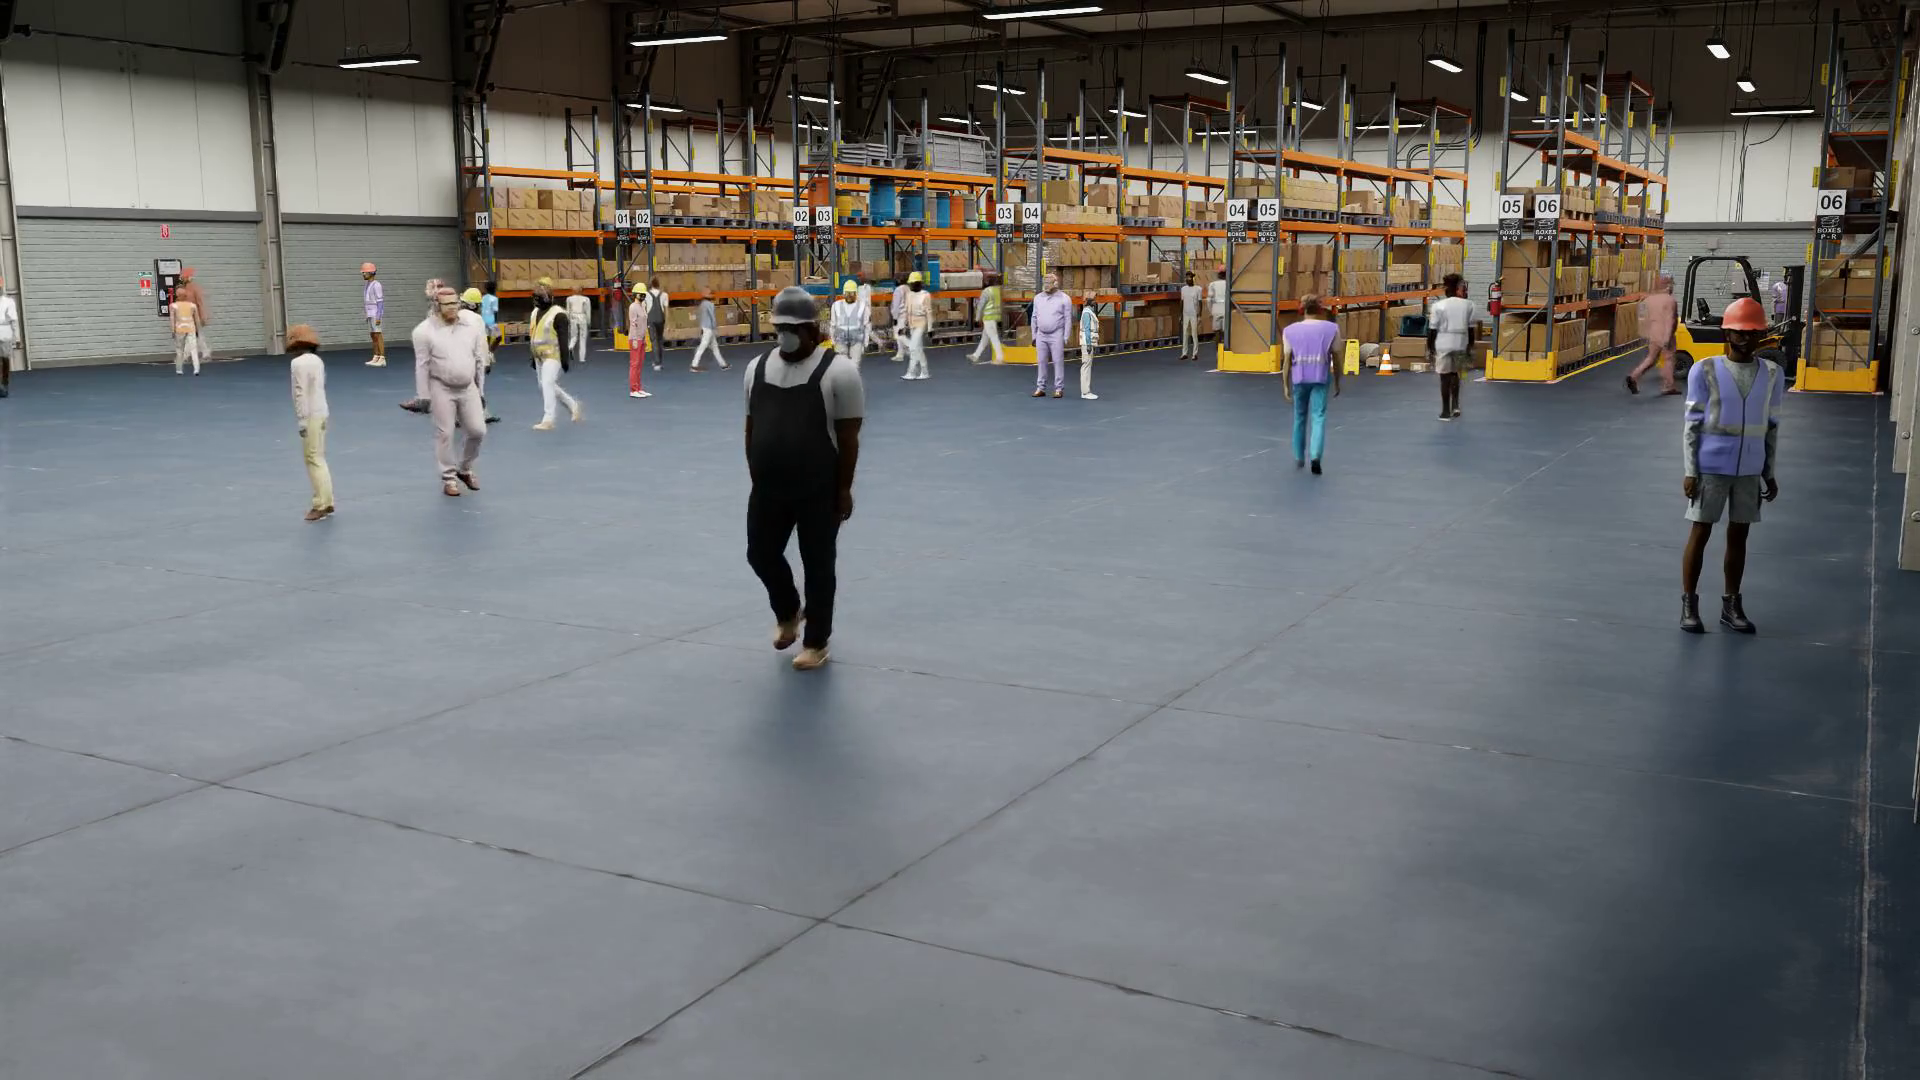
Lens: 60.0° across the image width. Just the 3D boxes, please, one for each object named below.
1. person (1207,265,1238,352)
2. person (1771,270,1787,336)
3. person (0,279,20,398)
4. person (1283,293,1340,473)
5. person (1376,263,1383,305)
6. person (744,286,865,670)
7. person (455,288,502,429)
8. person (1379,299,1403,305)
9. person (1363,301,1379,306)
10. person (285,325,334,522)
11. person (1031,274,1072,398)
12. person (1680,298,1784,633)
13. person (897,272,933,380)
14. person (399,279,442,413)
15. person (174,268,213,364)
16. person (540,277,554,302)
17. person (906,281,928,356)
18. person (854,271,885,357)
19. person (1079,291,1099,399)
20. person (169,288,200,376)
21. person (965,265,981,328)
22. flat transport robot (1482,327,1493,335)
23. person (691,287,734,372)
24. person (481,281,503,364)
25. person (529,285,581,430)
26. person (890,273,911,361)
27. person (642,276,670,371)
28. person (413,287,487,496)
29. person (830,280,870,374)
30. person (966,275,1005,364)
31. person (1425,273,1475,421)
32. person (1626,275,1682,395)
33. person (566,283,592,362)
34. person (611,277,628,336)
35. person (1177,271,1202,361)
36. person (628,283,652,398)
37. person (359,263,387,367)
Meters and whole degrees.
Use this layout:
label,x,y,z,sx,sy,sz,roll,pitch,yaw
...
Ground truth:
label,x,y,z,sx,sy,sz,roll,pitch,yaw
person,5.413,-4.657,34.290,0.631,1.973,0.846,2,10,11
person,18.338,-5.082,36.958,0.588,1.918,0.396,1,10,5
person,-14.971,-3.178,25.901,0.552,1.899,0.973,-6,11,-31
person,3.558,-1.596,16.879,0.581,1.810,0.920,2,10,13
person,12.411,-7.076,48.491,0.824,1.967,0.620,8,12,38
person,-0.852,-0.327,8.753,0.689,2.000,0.551,3,10,17
person,-6.236,-2.296,21.077,0.621,1.781,0.935,7,12,37
person,11.797,-6.528,45.531,0.640,1.872,0.932,2,10,12
person,11.324,-6.551,45.784,0.531,1.837,0.435,7,12,37
person,-5.421,-0.967,13.784,0.318,1.604,0.634,0,10,0
person,1.383,-3.136,25.594,0.652,1.906,0.402,5,11,25
person,4.454,-0.421,9.604,0.542,1.939,0.368,1,10,3
person,-0.840,-3.741,29.175,0.863,1.894,0.598,-8,12,-38
person,-7.256,-2.674,23.031,0.984,1.850,0.671,-5,11,-28
person,-15.610,-4.543,33.759,0.627,1.946,1.039,5,11,27
person,-8.643,-4.653,34.990,0.549,1.714,0.892,7,12,37
person,-0.906,-4.731,35.465,0.374,1.726,0.497,-8,13,-41
person,-2.027,-4.868,35.855,0.718,1.866,0.598,-7,12,-37
person,1.971,-2.969,25.393,0.308,1.641,0.515,1,10,9
person,-14.138,-3.797,30.381,0.532,1.595,0.865,-8,13,-40
person,0.449,-7.309,50.080,0.573,1.881,0.994,4,10,21
flat transport robot,14.164,-5.786,45.889,0.652,0.197,1.431,-3,10,-14
person,-4.714,-3.968,31.378,0.876,1.586,0.521,-5,11,-26
person,-9.431,-4.358,33.398,0.548,1.680,0.366,6,11,31
person,-5.134,-2.312,21.037,0.640,1.812,0.751,8,13,40
person,-1.161,-4.610,34.437,0.572,1.831,0.637,4,10,20
person,-5.805,-4.126,31.755,0.505,1.794,0.977,-4,11,-23
person,-4.620,-1.345,15.150,0.665,1.893,0.439,-8,13,-39
person,-1.663,-3.027,25.195,0.611,1.821,0.489,0,10,3
person,0.514,-4.445,33.588,0.979,1.785,0.652,5,11,25
person,6.472,-2.548,22.008,0.645,1.949,0.465,-1,10,-8
person,10.959,-3.209,26.107,0.822,1.883,0.650,-2,10,-11
person,-7.805,-4.429,33.984,0.536,1.622,0.522,1,10,5
person,-8.549,-5.835,41.860,0.527,1.752,0.464,4,11,24
person,4.809,-4.676,34.722,0.535,1.868,0.309,7,12,35
person,-4.955,-3.087,25.728,0.329,1.765,0.526,1,10,8
person,-11.603,-4.439,32.825,0.393,2.041,0.613,-8,12,-38
